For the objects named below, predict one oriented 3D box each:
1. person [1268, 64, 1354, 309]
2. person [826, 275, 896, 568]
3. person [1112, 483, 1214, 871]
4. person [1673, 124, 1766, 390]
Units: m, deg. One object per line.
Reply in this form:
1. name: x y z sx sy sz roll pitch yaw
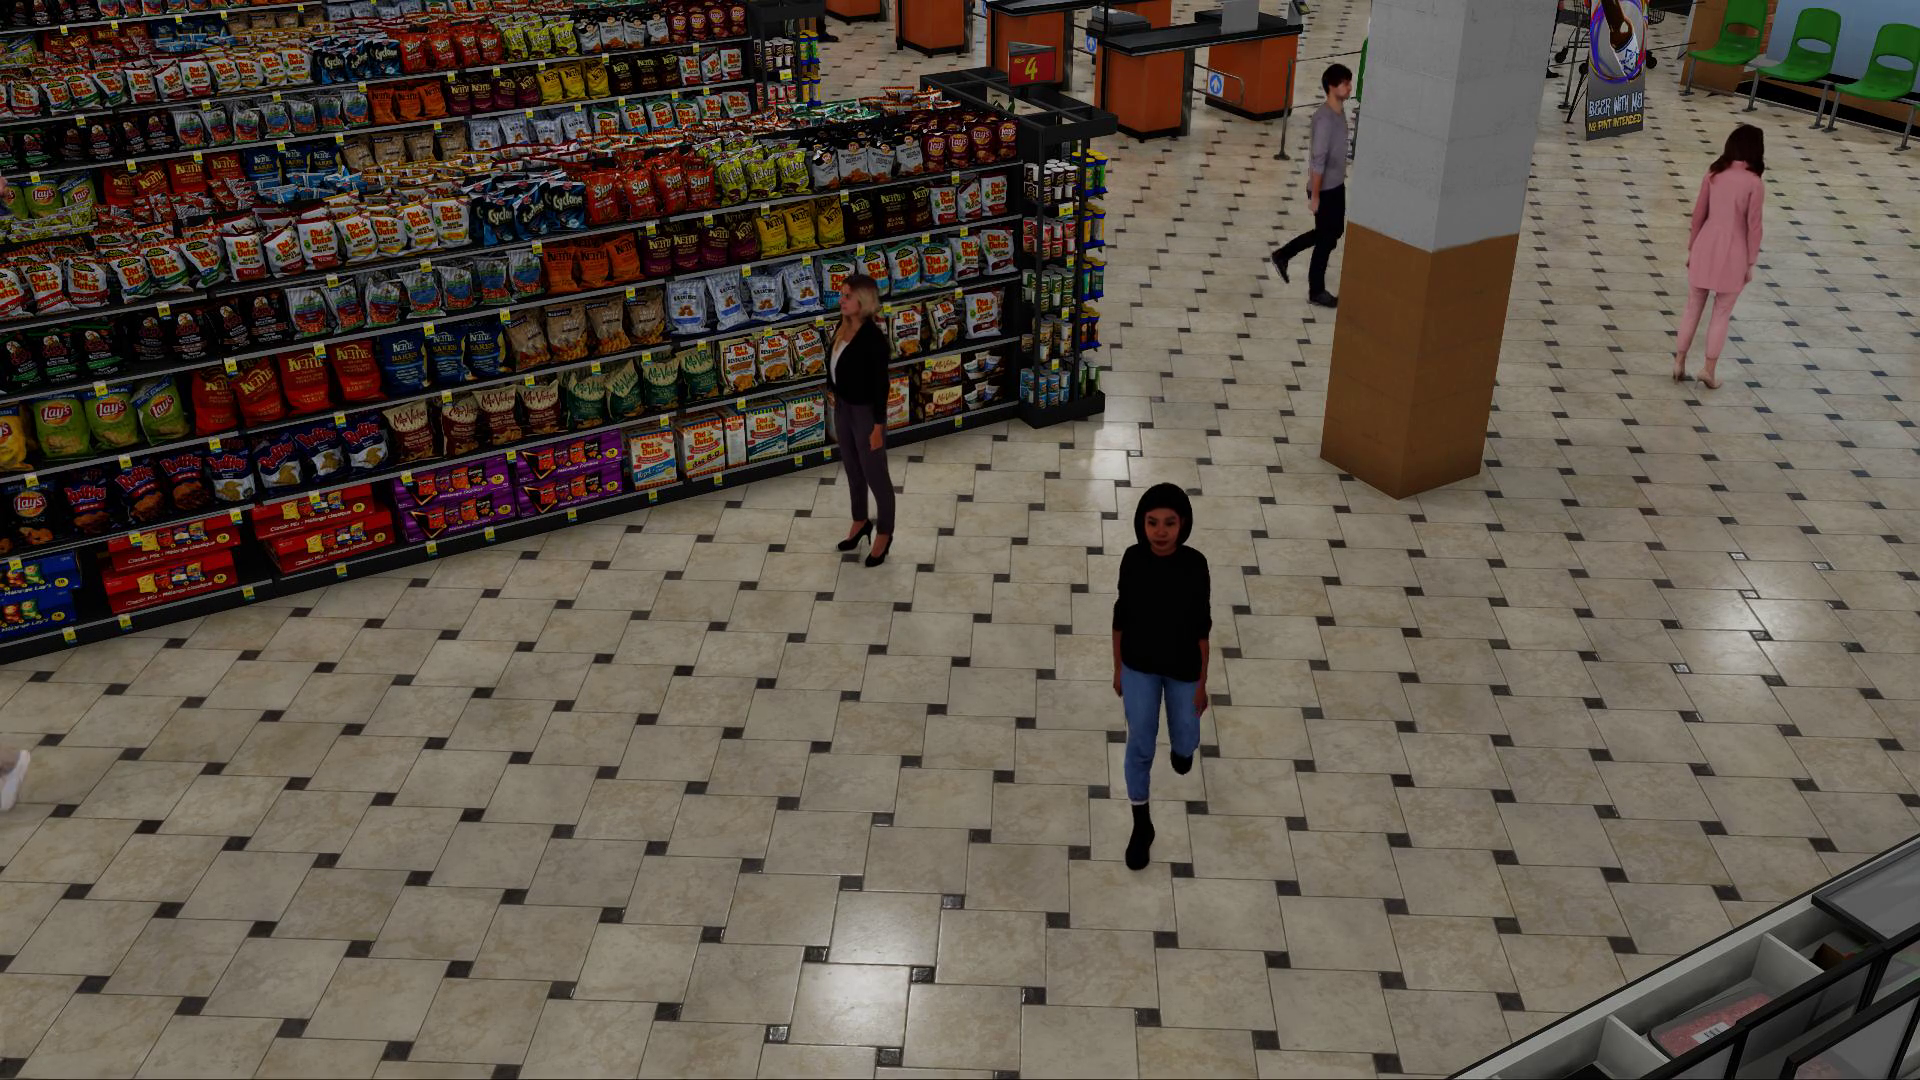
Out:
1. person: 2.695 -2.685 12.613 0.998 1.828 0.967 12 31 21
2. person: -0.526 -0.649 9.047 0.564 1.672 0.618 -19 34 -31
3. person: 0.853 0.515 6.902 0.945 1.684 0.999 7 29 13
4. person: 5.094 -1.884 11.172 0.600 1.802 0.660 -24 37 -37
